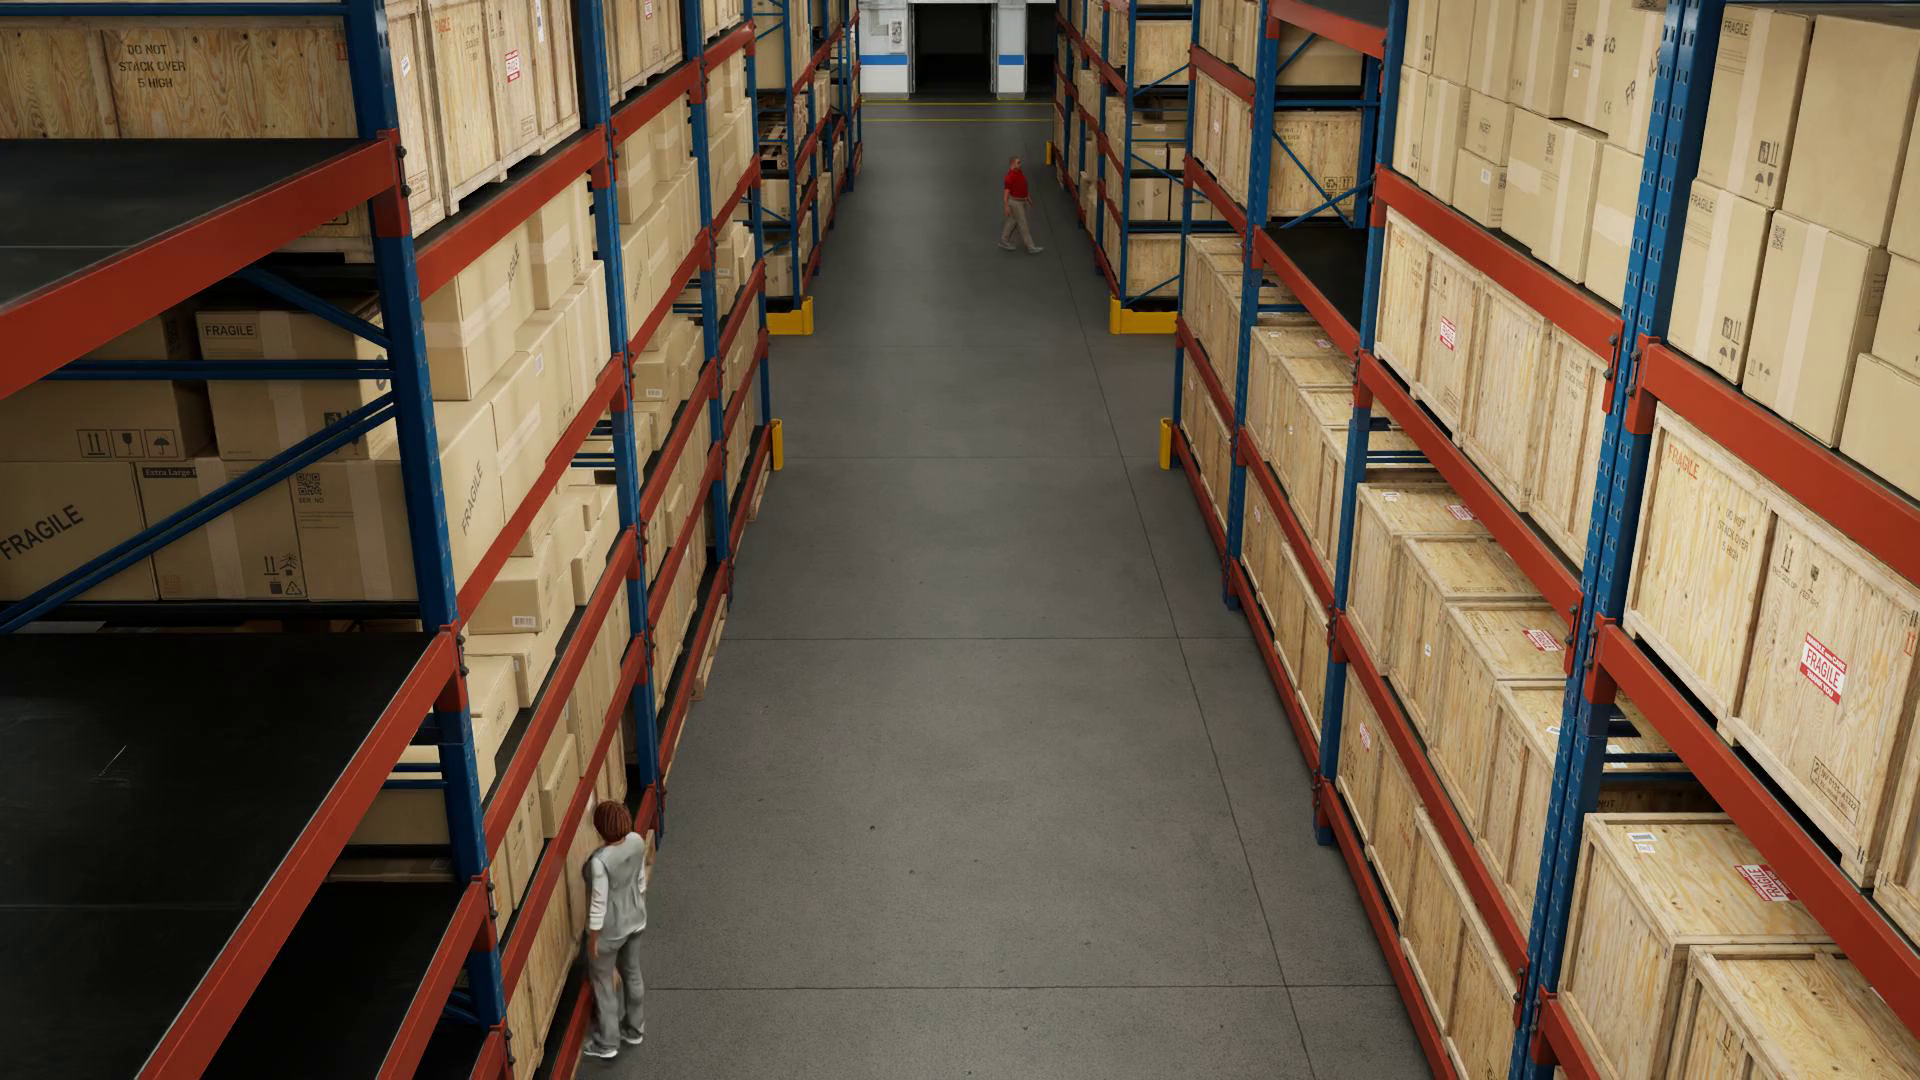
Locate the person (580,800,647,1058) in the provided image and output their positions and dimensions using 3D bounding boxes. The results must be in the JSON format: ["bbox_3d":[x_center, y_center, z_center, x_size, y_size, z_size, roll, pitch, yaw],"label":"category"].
[{"bbox_3d":[-1.944,2.147,9.284,0.381,1.612,0.431,15,26,32],"label":"person"}]

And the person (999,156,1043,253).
[{"bbox_3d":[1.117,-6.032,29.874,0.956,1.685,0.565,9,23,22],"label":"person"}]
